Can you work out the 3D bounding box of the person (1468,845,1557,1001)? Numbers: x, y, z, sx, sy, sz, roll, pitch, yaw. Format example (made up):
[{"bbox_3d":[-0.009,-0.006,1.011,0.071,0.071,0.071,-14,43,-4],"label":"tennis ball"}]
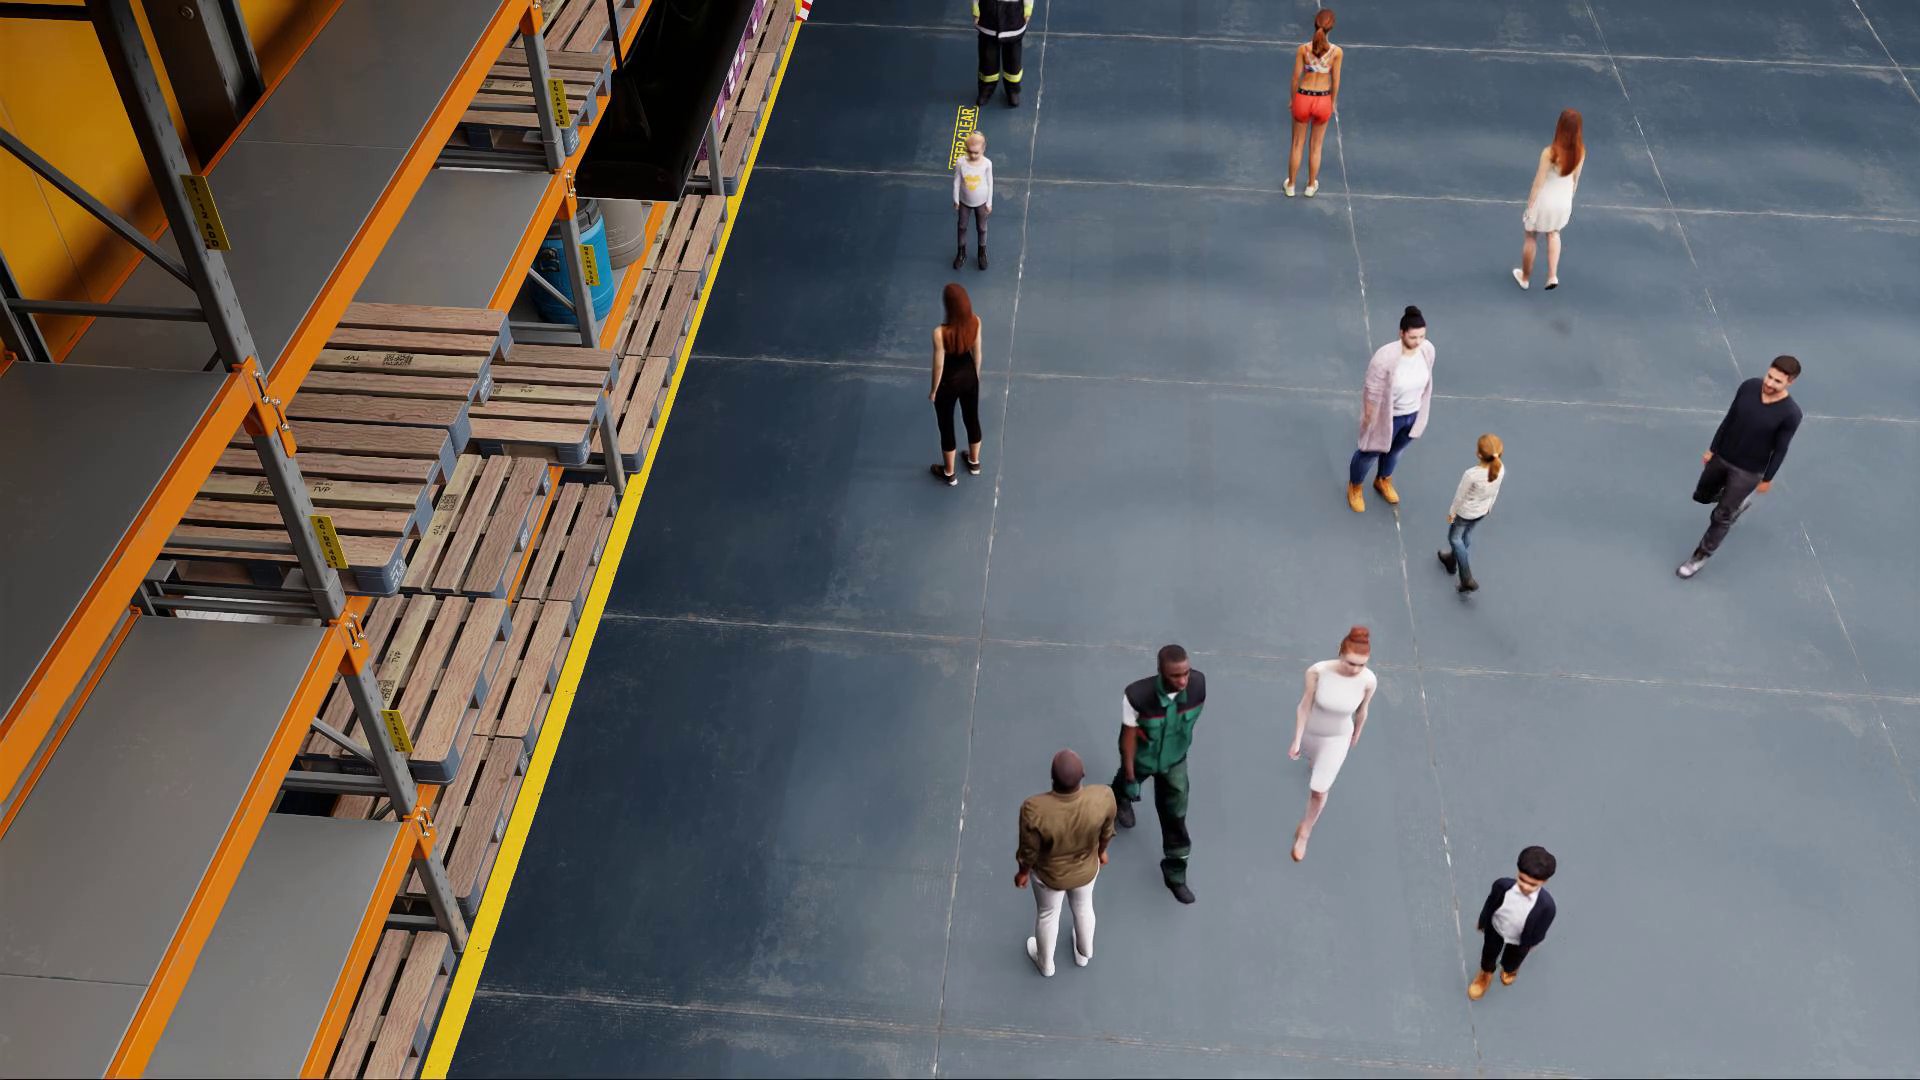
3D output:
[{"bbox_3d":[3.068,2.084,9.175,0.649,1.218,0.717,30,51,27],"label":"person"}]

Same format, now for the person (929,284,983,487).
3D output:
[{"bbox_3d":[-0.024,-1.143,12.197,0.648,1.722,0.682,-23,48,-22],"label":"person"}]

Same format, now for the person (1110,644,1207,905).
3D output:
[{"bbox_3d":[1.089,1.200,9.692,0.964,1.785,1.289,-11,45,-11],"label":"person"}]

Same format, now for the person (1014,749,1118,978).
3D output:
[{"bbox_3d":[0.572,1.774,9.061,0.783,1.825,0.697,-9,44,-9],"label":"person"}]

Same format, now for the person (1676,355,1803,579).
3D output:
[{"bbox_3d":[5.441,-0.560,11.493,1.040,1.848,1.042,-23,48,-23],"label":"person"}]

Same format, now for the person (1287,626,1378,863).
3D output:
[{"bbox_3d":[2.166,1.080,9.845,0.747,1.748,1.175,14,45,15],"label":"person"}]

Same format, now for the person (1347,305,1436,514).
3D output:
[{"bbox_3d":[3.118,-0.954,11.983,0.783,1.743,0.780,-14,45,-15],"label":"person"}]

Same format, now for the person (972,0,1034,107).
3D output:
[{"bbox_3d":[0.420,-5.203,16.273,0.774,1.979,0.638,1,44,1],"label":"person"}]

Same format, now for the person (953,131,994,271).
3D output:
[{"bbox_3d":[0.114,-2.957,14.422,0.479,1.280,0.487,3,44,3],"label":"person"}]

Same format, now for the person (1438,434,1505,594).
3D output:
[{"bbox_3d":[3.549,-0.166,11.473,0.640,1.305,0.832,-11,45,-11],"label":"person"}]

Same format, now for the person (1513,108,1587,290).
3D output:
[{"bbox_3d":[4.988,-2.773,13.926,0.655,1.698,0.834,-4,44,-4],"label":"person"}]

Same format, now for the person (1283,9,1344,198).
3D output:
[{"bbox_3d":[3.192,-3.950,15.094,0.595,1.790,0.549,7,44,7],"label":"person"}]
